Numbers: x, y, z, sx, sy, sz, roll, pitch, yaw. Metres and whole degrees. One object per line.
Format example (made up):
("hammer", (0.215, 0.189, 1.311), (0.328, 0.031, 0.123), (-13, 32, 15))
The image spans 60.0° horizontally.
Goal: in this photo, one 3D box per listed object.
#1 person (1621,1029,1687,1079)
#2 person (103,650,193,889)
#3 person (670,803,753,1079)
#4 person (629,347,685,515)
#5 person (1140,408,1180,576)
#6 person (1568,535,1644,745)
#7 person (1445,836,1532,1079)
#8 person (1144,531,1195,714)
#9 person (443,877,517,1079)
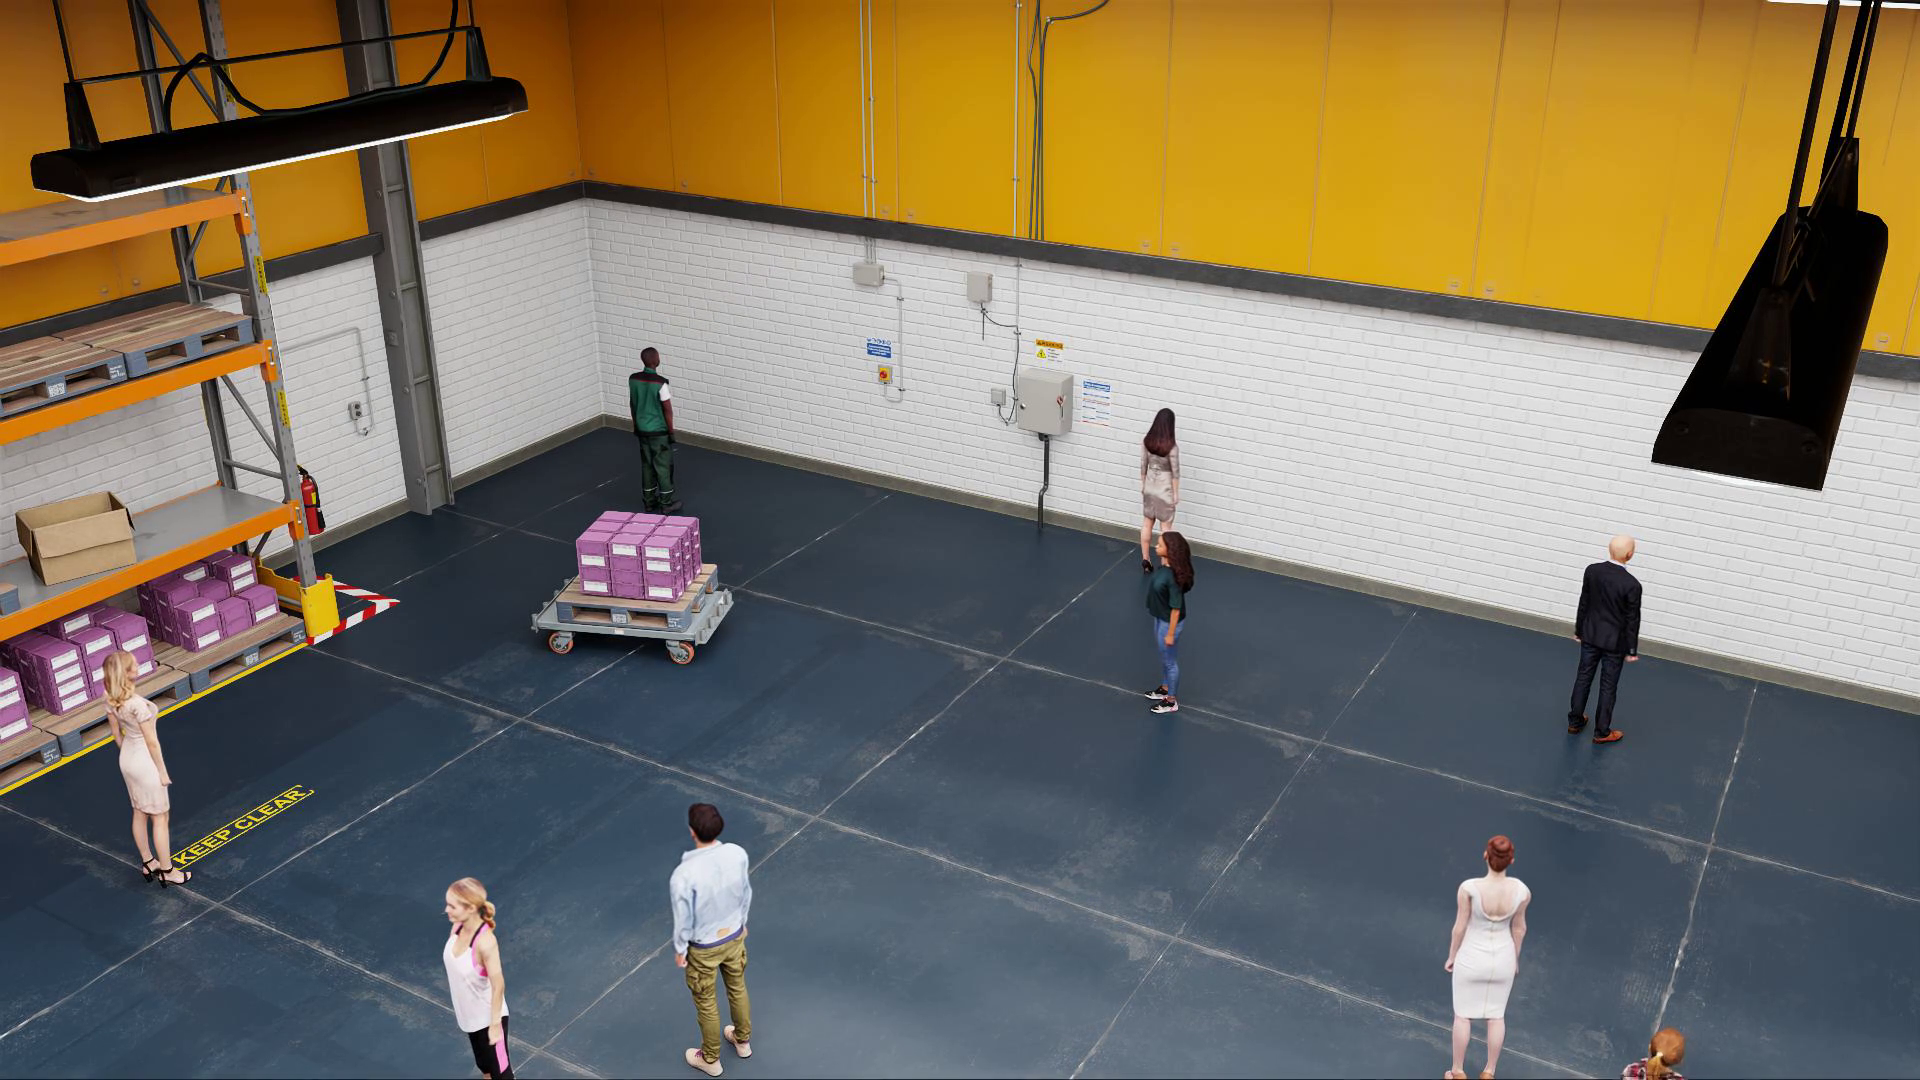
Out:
("person", (3.615, 3.115, 8.725), (0.543, 1.304, 0.535), (10, 26, 22))
("person", (-5.693, 1.589, 11.561), (0.570, 1.829, 0.480), (13, 27, 27))
("person", (-1.458, 2.349, 9.844), (0.614, 1.812, 0.798), (-21, 31, -39))
("person", (-3.294, -1.184, 17.894), (0.679, 1.838, 0.584), (12, 26, 25))
("person", (1.964, -0.464, 16.362), (0.628, 1.745, 0.577), (20, 30, 38))
("person", (5.213, 0.786, 13.436), (0.719, 1.800, 0.766), (-18, 29, -35))
("person", (3.026, 2.460, 9.615), (0.646, 1.793, 0.633), (2, 24, 4))
("person", (1.753, 0.675, 13.917), (0.761, 1.616, 0.671), (0, 24, 1))
("person", (-2.636, 2.628, 9.236), (0.630, 1.788, 0.670), (-19, 30, -37))
